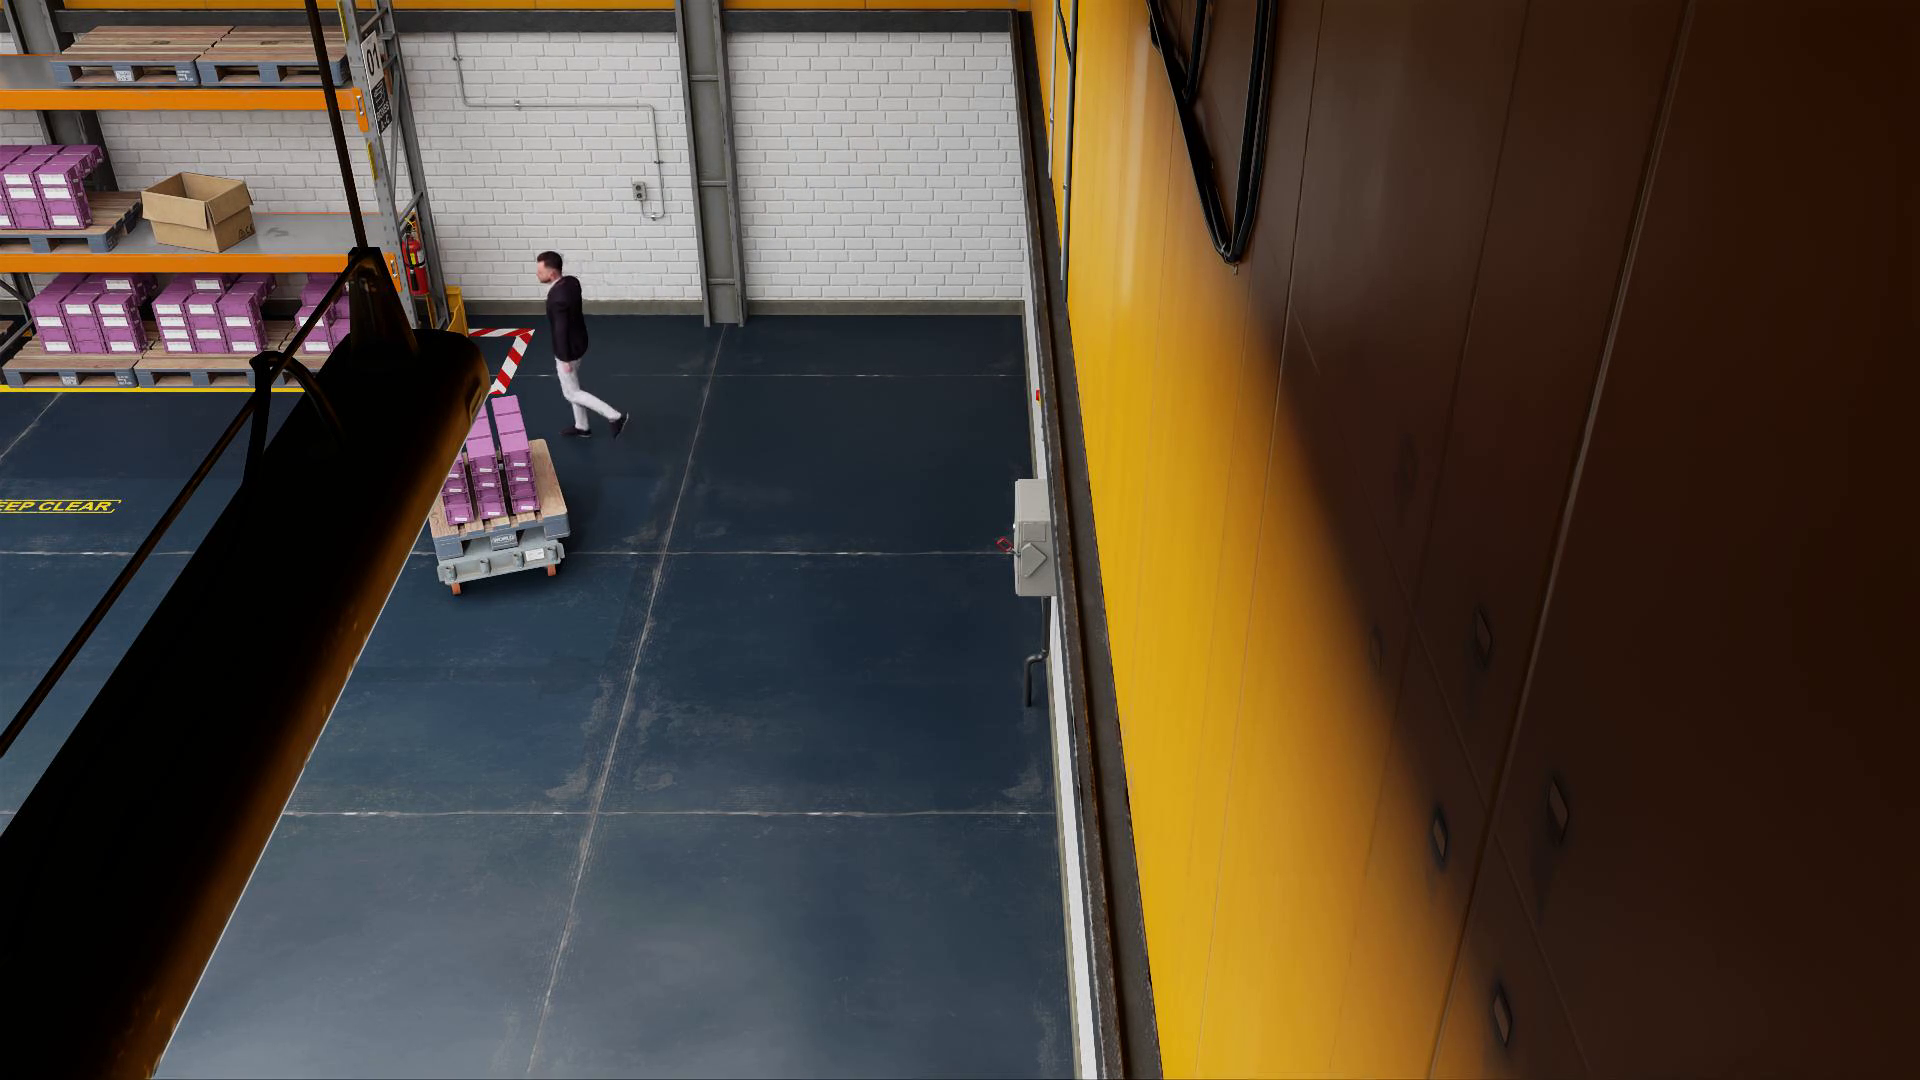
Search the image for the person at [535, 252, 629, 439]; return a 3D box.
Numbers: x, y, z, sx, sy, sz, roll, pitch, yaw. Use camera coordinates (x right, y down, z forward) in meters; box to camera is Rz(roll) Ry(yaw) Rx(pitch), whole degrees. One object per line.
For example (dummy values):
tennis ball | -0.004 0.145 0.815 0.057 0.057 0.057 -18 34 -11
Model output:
person | -3.228 -1.594 14.147 0.983 1.810 0.785 7 34 10
